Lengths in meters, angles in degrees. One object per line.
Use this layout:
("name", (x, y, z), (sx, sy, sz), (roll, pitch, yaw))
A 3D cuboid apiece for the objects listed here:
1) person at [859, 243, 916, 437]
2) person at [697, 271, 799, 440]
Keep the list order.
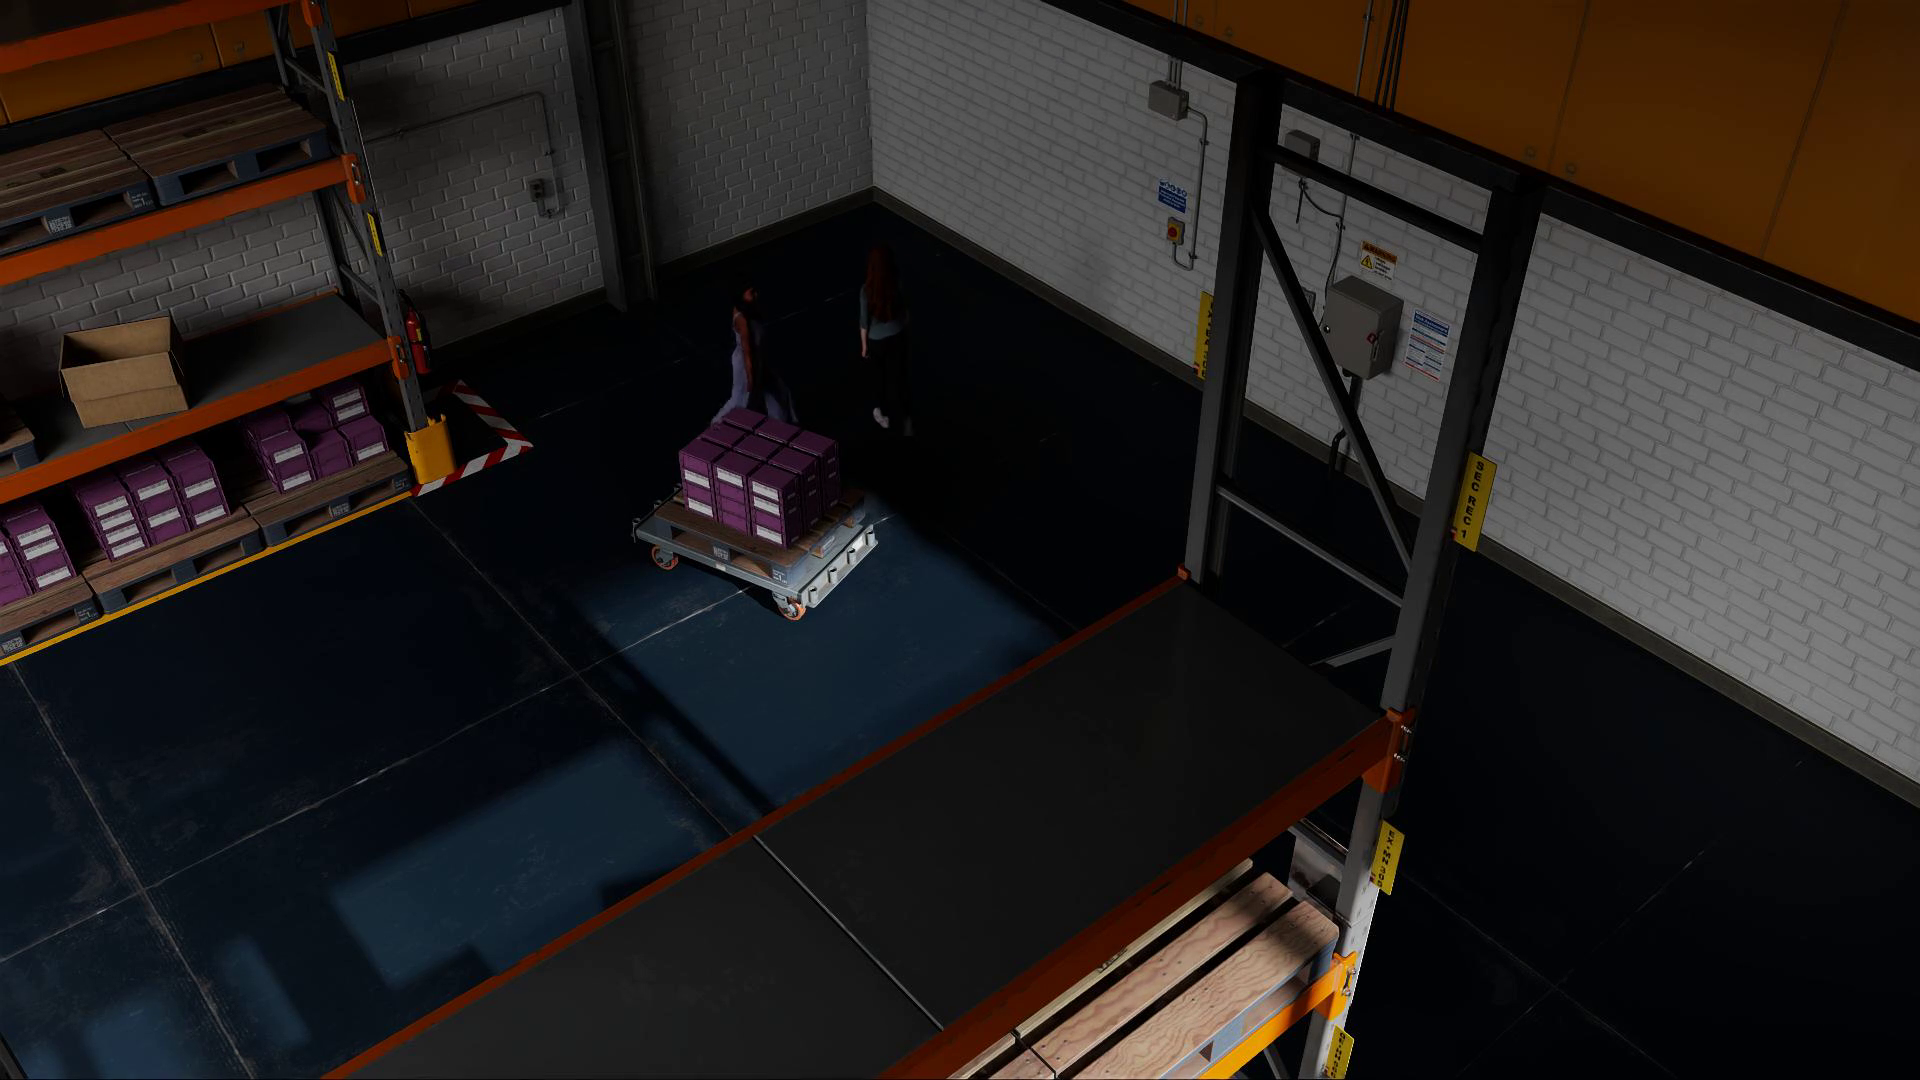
("person", (-0.569, -1.552, 13.384), (0.940, 1.729, 0.818), (-15, 41, -18))
("person", (-1.752, -1.365, 13.211), (1.164, 1.654, 1.032), (-2, 39, -3))
